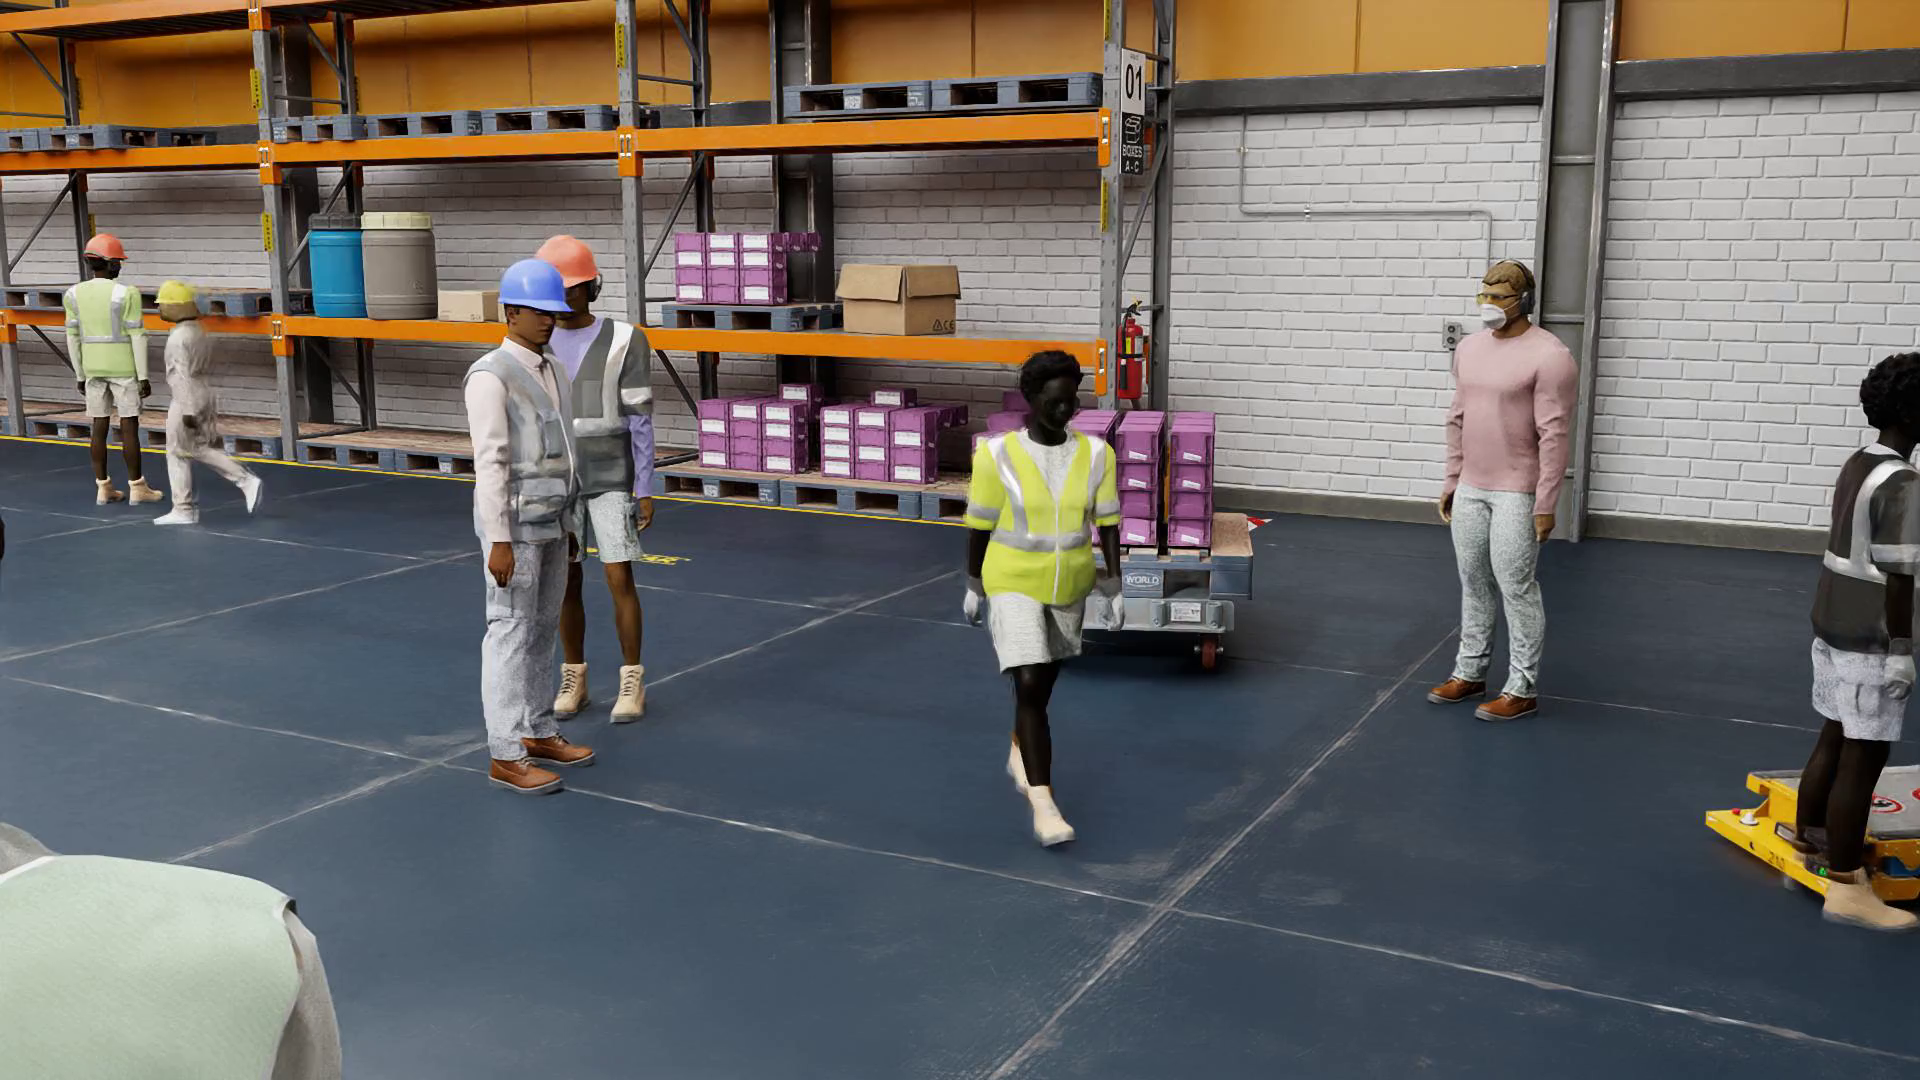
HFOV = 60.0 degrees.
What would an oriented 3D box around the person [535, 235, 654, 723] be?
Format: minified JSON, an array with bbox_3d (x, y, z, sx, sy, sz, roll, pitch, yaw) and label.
[{"bbox_3d":[-1.578,-0.237,6.923,0.613,2.028,0.409,1,10,4],"label":"person"}]

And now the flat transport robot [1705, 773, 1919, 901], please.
[{"bbox_3d":[3.263,0.921,5.377,1.431,0.197,0.652,-1,10,-8],"label":"flat transport robot"}]

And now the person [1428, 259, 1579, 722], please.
[{"bbox_3d":[2.284,-0.203,7.001,0.363,1.932,0.633,-5,11,-24],"label":"person"}]

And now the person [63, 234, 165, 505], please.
[{"bbox_3d":[-6.405,-1.279,12.578,0.609,2.044,0.395,1,10,7],"label":"person"}]

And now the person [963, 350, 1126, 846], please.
[{"bbox_3d":[0.286,0.161,5.762,0.534,1.650,0.862,-4,11,-19],"label":"person"}]

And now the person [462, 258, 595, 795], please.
[{"bbox_3d":[-1.578,-0.055,6.138,0.402,1.943,0.608,2,11,12],"label":"person"}]

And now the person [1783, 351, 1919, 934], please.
[{"bbox_3d":[2.702,0.293,4.919,0.318,1.697,0.540,3,11,14],"label":"person"}]

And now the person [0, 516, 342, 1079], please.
[{"bbox_3d":[-0.713,0.861,1.188,0.596,1.916,0.373,-4,11,-20],"label":"person"}]

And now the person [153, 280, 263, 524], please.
[{"bbox_3d":[-5.370,-0.968,11.733,0.652,1.720,0.486,-1,10,-4],"label":"person"}]
